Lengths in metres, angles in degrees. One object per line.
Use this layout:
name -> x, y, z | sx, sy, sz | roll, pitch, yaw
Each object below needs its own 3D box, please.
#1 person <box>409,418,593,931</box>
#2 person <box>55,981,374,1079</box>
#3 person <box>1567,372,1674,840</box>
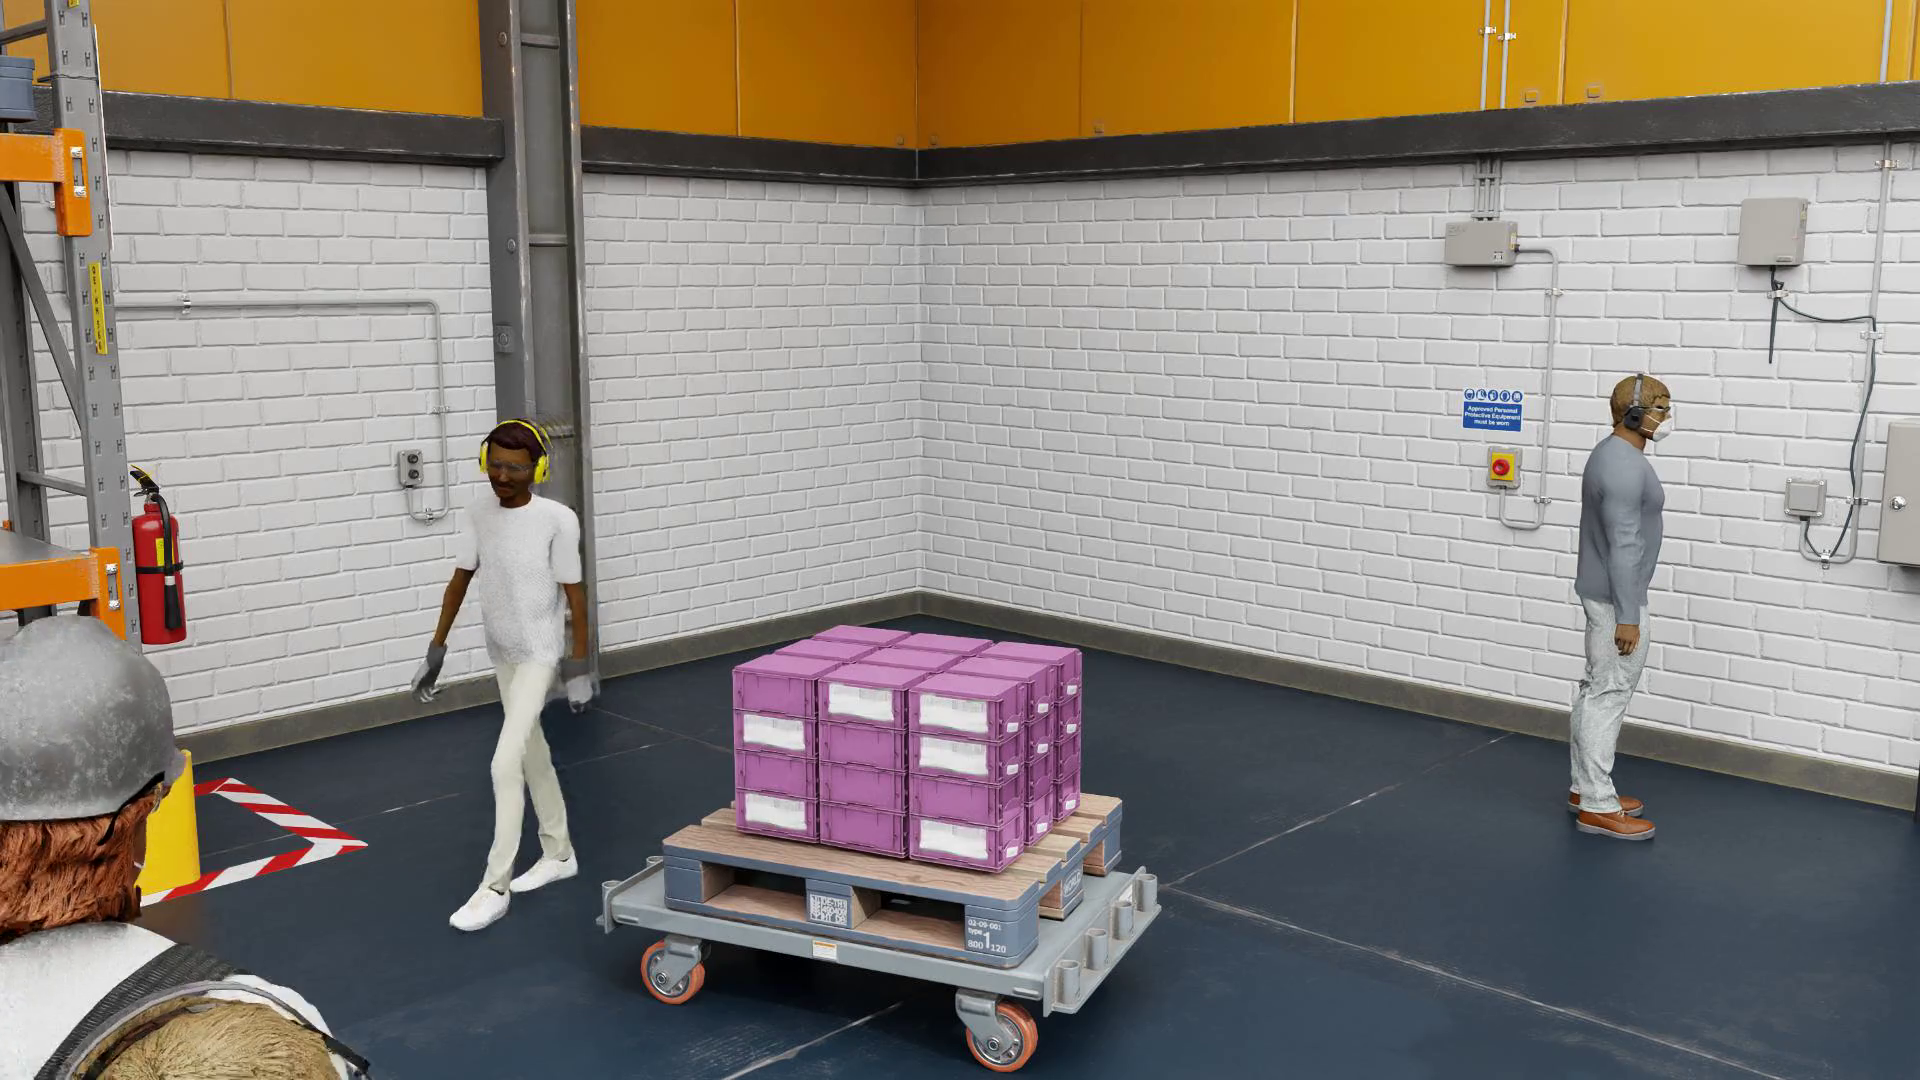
person -> -1.698, 0.476, 6.071 | 0.580, 1.824, 0.846 | 6, 11, 32
person -> -0.447, 1.229, 1.276 | 0.666, 1.868, 1.052 | -1, 9, -7
person -> 2.770, 0.267, 6.989 | 0.357, 1.937, 0.638 | 3, 10, 15
